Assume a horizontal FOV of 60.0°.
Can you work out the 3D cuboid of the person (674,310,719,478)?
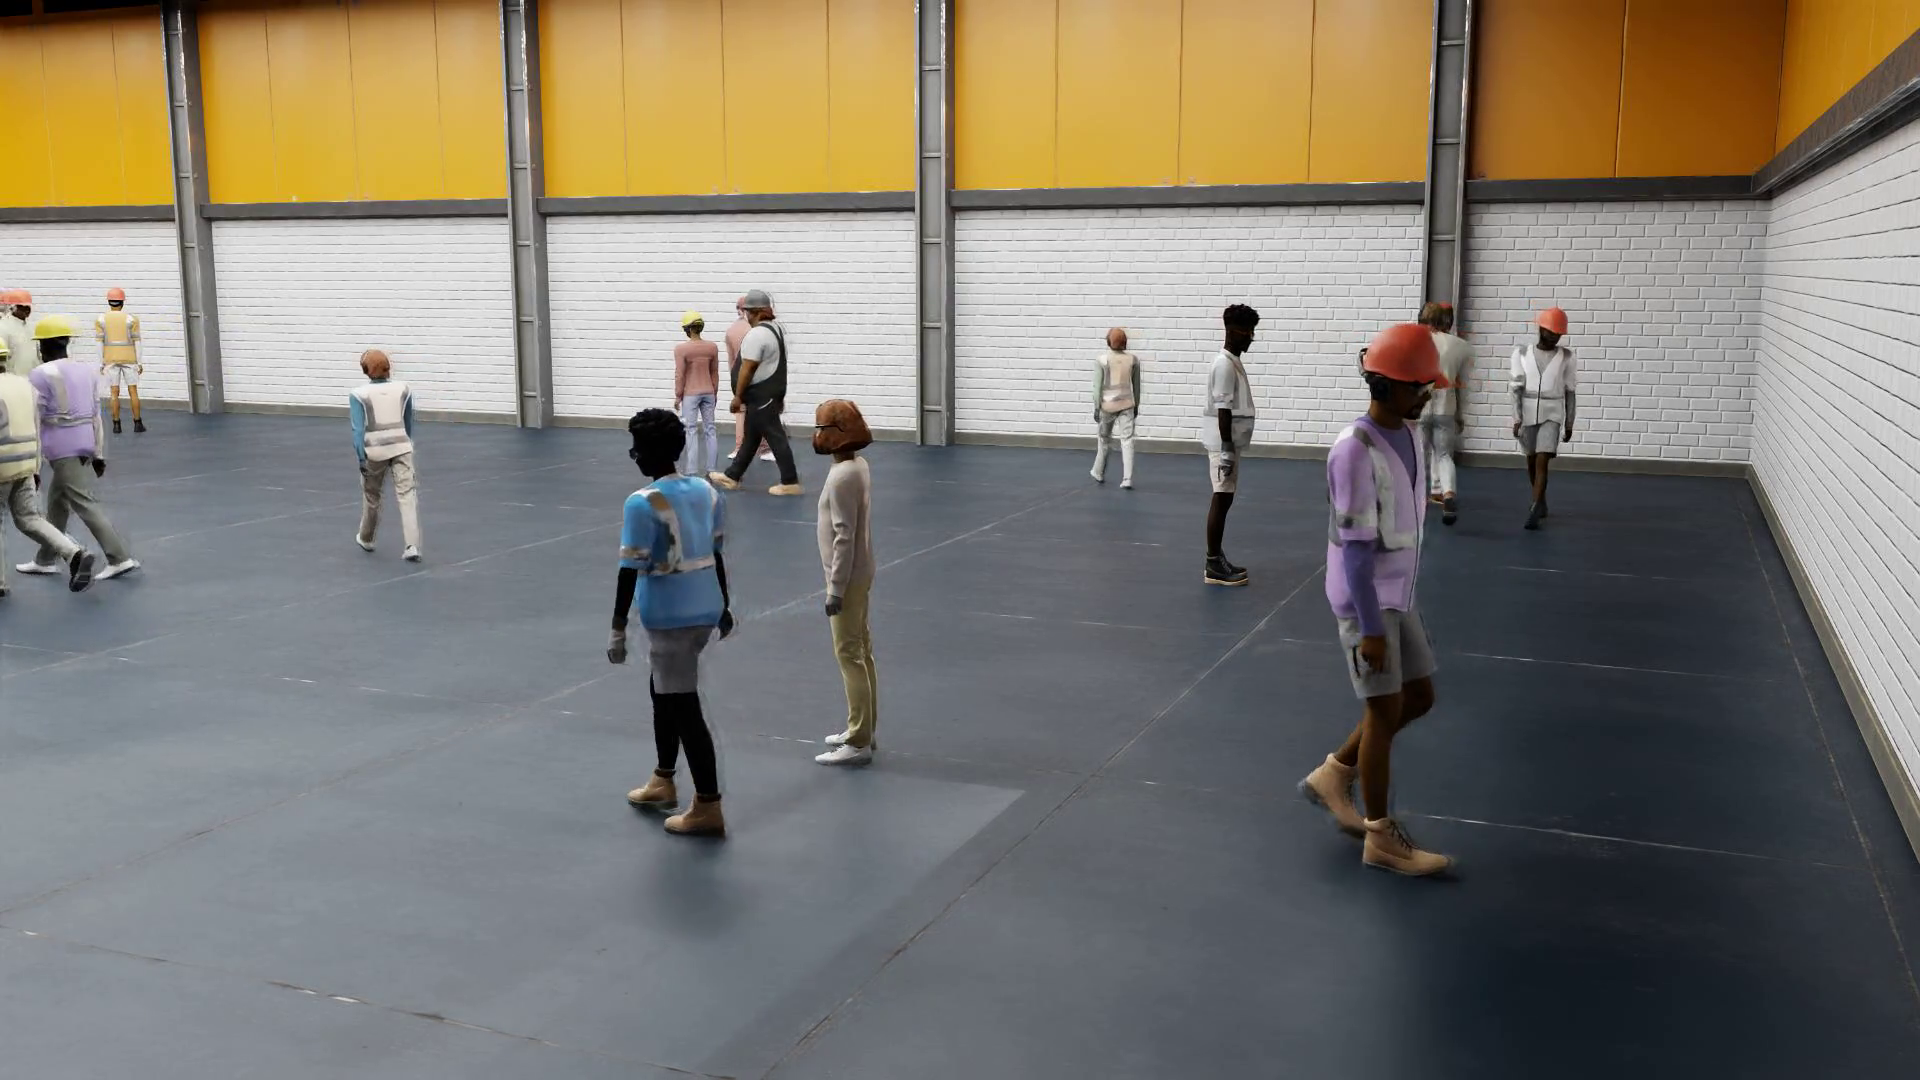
[{"bbox_3d":[-2.732,-1.492,17.226,0.522,1.765,0.317,-8,12,-40],"label":"person"}]

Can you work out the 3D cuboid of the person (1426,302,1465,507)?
[{"bbox_3d":[4.398,-1.242,15.345,0.573,1.883,0.353,-4,10,-22],"label":"person"}]

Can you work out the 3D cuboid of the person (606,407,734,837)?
[{"bbox_3d":[-1.160,0.311,6.565,0.668,1.654,0.633,4,10,25],"label":"person"}]

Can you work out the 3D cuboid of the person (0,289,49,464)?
[{"bbox_3d":[-10.367,-1.817,18.590,0.958,1.947,0.635,0,9,1],"label":"person"}]

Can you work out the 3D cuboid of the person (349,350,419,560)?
[{"bbox_3d":[-4.376,-0.647,12.642,0.501,1.585,0.916,-7,12,-36],"label":"person"}]

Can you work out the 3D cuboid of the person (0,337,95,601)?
[{"bbox_3d":[-6.207,-0.472,10.952,0.783,1.804,0.595,1,9,8],"label":"person"}]

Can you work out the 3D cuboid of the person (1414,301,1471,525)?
[{"bbox_3d":[3.983,-1.047,14.037,0.638,1.924,0.712,0,9,0],"label":"person"}]

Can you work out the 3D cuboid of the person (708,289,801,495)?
[{"bbox_3d":[-1.995,-1.454,16.153,1.016,2.000,0.697,2,10,11],"label":"person"}]

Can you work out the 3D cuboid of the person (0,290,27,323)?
[{"bbox_3d":[-12.854,-2.459,22.697,0.589,1.885,0.662,-2,10,-14],"label":"person"}]

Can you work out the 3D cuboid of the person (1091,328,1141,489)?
[{"bbox_3d":[1.568,-1.326,16.719,0.541,1.583,0.878,-2,10,-13],"label":"person"}]

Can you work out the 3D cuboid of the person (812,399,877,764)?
[{"bbox_3d":[-0.514,0.185,7.449,0.264,1.632,0.507,1,9,5],"label":"person"}]

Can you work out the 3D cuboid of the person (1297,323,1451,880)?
[{"bbox_3d":[1.545,0.216,6.135,0.728,2.021,0.686,7,12,38],"label":"person"}]

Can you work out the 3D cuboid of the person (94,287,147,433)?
[{"bbox_3d":[-11.164,-2.387,22.114,0.547,1.938,0.377,-3,10,-19],"label":"person"}]

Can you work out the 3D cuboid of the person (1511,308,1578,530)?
[{"bbox_3d":[5.005,-1.056,14.295,0.529,1.870,1.038,5,10,26],"label":"person"}]

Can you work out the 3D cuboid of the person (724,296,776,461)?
[{"bbox_3d":[-2.299,-1.830,18.969,0.742,1.873,0.396,3,10,20],"label":"person"}]

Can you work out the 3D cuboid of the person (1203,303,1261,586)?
[{"bbox_3d":[1.895,-0.671,11.655,0.383,1.956,0.614,2,10,10],"label":"person"}]

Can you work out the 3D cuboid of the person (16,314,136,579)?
[{"bbox_3d":[-6.318,-0.648,11.778,0.979,1.885,0.608,1,9,6],"label":"person"}]
